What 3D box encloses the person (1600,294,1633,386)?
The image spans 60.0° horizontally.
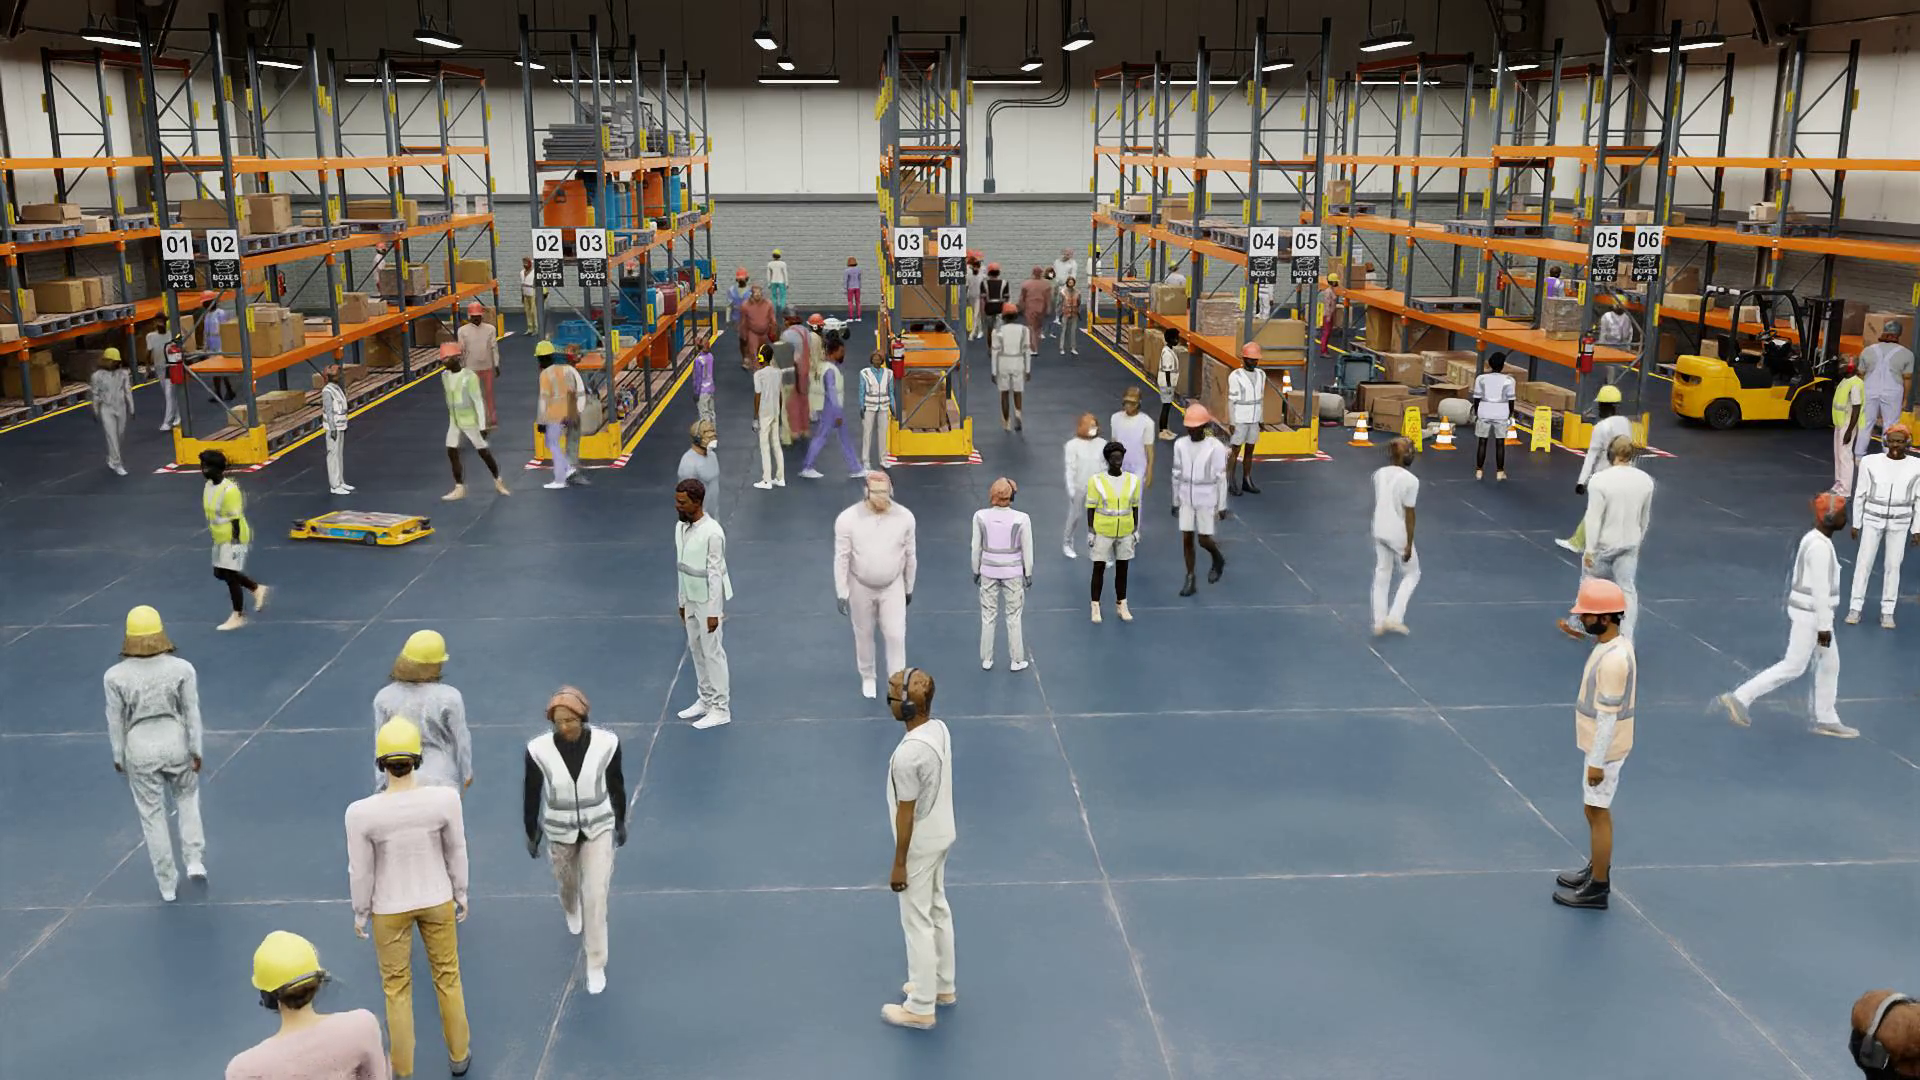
[{"bbox_3d":[11.477,-3.399,29.143,0.599,1.817,0.524,-1,13,-6],"label":"person"}]

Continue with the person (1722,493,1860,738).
[{"bbox_3d":[6.244,0.554,12.344,0.886,1.854,0.581,8,15,29],"label":"person"}]

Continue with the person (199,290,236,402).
[{"bbox_3d":[-12.800,-3.321,28.586,0.572,1.922,0.431,9,16,32],"label":"person"}]

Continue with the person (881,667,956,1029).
[{"bbox_3d":[-0.199,1.521,8.275,0.340,1.839,0.501,4,14,18],"label":"person"}]

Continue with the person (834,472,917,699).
[{"bbox_3d":[-0.646,0.405,12.927,0.657,1.861,0.957,-2,13,-7],"label":"person"}]

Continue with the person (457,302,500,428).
[{"bbox_3d":[-7.471,-2.701,25.848,0.619,1.983,0.405,-7,15,-26],"label":"person"}]

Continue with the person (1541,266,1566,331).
[{"bbox_3d":[12.688,-4.937,35.609,0.429,1.844,0.627,-9,16,-33],"label":"person"}]

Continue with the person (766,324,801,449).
[{"bbox_3d":[-2.664,-2.239,24.213,0.629,1.820,0.570,11,17,39],"label":"person"}]

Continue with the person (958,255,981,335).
[{"bbox_3d":[0.262,-5.715,38.830,0.589,1.872,0.419,-2,13,-8],"label":"person"}]

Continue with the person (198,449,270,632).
[{"bbox_3d":[-6.601,-0.026,15.153,0.552,1.675,0.519,11,17,39],"label":"person"}]

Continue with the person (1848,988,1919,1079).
[{"bbox_3d":[2.800,2.263,5.141,0.628,1.834,0.432,-7,15,-27],"label":"person"}]

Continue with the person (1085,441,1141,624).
[{"bbox_3d":[1.409,-0.073,15.315,0.535,1.697,0.318,-3,14,-13],"label":"person"}]

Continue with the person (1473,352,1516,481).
[{"bbox_3d":[7.015,-1.624,21.877,0.537,1.698,0.320,7,15,26],"label":"person"}]

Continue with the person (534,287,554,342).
[{"bbox_3d":[-7.830,-3.892,31.343,0.322,1.769,0.523,0,13,1],"label":"person"}]

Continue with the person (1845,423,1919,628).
[{"bbox_3d":[8.453,-0.134,15.173,0.575,1.882,0.361,7,15,28],"label":"person"}]

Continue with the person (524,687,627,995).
[{"bbox_3d":[-2.041,1.504,8.846,0.524,1.603,0.814,-3,14,-13],"label":"person"}]

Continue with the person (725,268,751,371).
[{"bbox_3d":[-4.291,-4.317,32.659,0.618,1.989,1.043,2,13,8],"label":"person"}]

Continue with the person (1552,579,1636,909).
[{"bbox_3d":[3.660,1.167,9.580,0.392,1.925,0.548,5,14,19],"label":"person"}]

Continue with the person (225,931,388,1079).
[{"bbox_3d":[-2.280,2.155,5.771,0.551,1.729,0.799,-13,18,-43],"label":"person"}]

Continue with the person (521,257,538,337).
[{"bbox_3d":[-9.963,-5.649,38.644,0.562,1.840,0.396,10,16,36],"label":"person"}]

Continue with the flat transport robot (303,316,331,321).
[{"bbox_3d":[-15.609,-5.302,40.518,0.652,0.197,1.431,-10,16,-35],"label":"flat transport robot"}]

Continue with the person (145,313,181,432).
[{"bbox_3d":[-12.375,-2.635,25.921,0.507,1.827,0.998,-1,13,-3],"label":"person"}]

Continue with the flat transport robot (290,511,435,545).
[{"bbox_3d":[-6.712,-0.148,18.685,1.431,0.197,0.652,4,14,16],"label":"flat transport robot"}]

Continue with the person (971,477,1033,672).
[{"bbox_3d":[0.352,0.295,13.878,0.522,1.638,0.310,3,14,14],"label":"person"}]

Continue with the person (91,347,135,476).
[{"bbox_3d":[-11.461,-1.764,22.464,0.832,1.706,0.485,11,17,40],"label":"person"}]

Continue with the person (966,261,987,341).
[{"bbox_3d":[0.349,-5.460,37.937,0.541,1.821,0.967,4,14,16],"label":"person"}]

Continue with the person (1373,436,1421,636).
[{"bbox_3d":[3.887,-0.024,14.835,0.405,1.830,0.506,-9,16,-35],"label":"person"}]

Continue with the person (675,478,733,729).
[{"bbox_3d":[-1.945,0.466,12.590,0.391,1.911,0.584,-10,17,-37],"label":"person"}]

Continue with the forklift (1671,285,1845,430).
[{"bbox_3d":[12.503,-2.886,26.166,2.313,2.155,1.214,-1,13,-3],"label":"forklift"}]

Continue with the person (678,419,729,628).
[{"bbox_3d":[-2.354,-0.144,15.130,0.368,1.932,0.623,3,14,12],"label":"person"}]

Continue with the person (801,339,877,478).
[{"bbox_3d":[-1.662,-1.724,21.962,1.022,1.863,0.612,2,13,6],"label":"person"}]

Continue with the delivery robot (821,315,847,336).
[{"bbox_3d":[-2.939,-4.887,37.951,0.707,0.478,0.477,9,16,33],"label":"delivery robot"}]

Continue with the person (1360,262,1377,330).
[{"bbox_3d":[9.806,-5.845,39.903,0.286,1.632,0.500,12,18,41],"label":"person"}]

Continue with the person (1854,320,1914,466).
[{"bbox_3d":[12.644,-2.002,22.751,0.686,2.000,0.535,12,18,42],"label":"person"}]

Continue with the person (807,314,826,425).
[{"bbox_3d":[-2.269,-2.703,26.331,0.328,1.753,0.560,-2,13,-8],"label":"person"}]
